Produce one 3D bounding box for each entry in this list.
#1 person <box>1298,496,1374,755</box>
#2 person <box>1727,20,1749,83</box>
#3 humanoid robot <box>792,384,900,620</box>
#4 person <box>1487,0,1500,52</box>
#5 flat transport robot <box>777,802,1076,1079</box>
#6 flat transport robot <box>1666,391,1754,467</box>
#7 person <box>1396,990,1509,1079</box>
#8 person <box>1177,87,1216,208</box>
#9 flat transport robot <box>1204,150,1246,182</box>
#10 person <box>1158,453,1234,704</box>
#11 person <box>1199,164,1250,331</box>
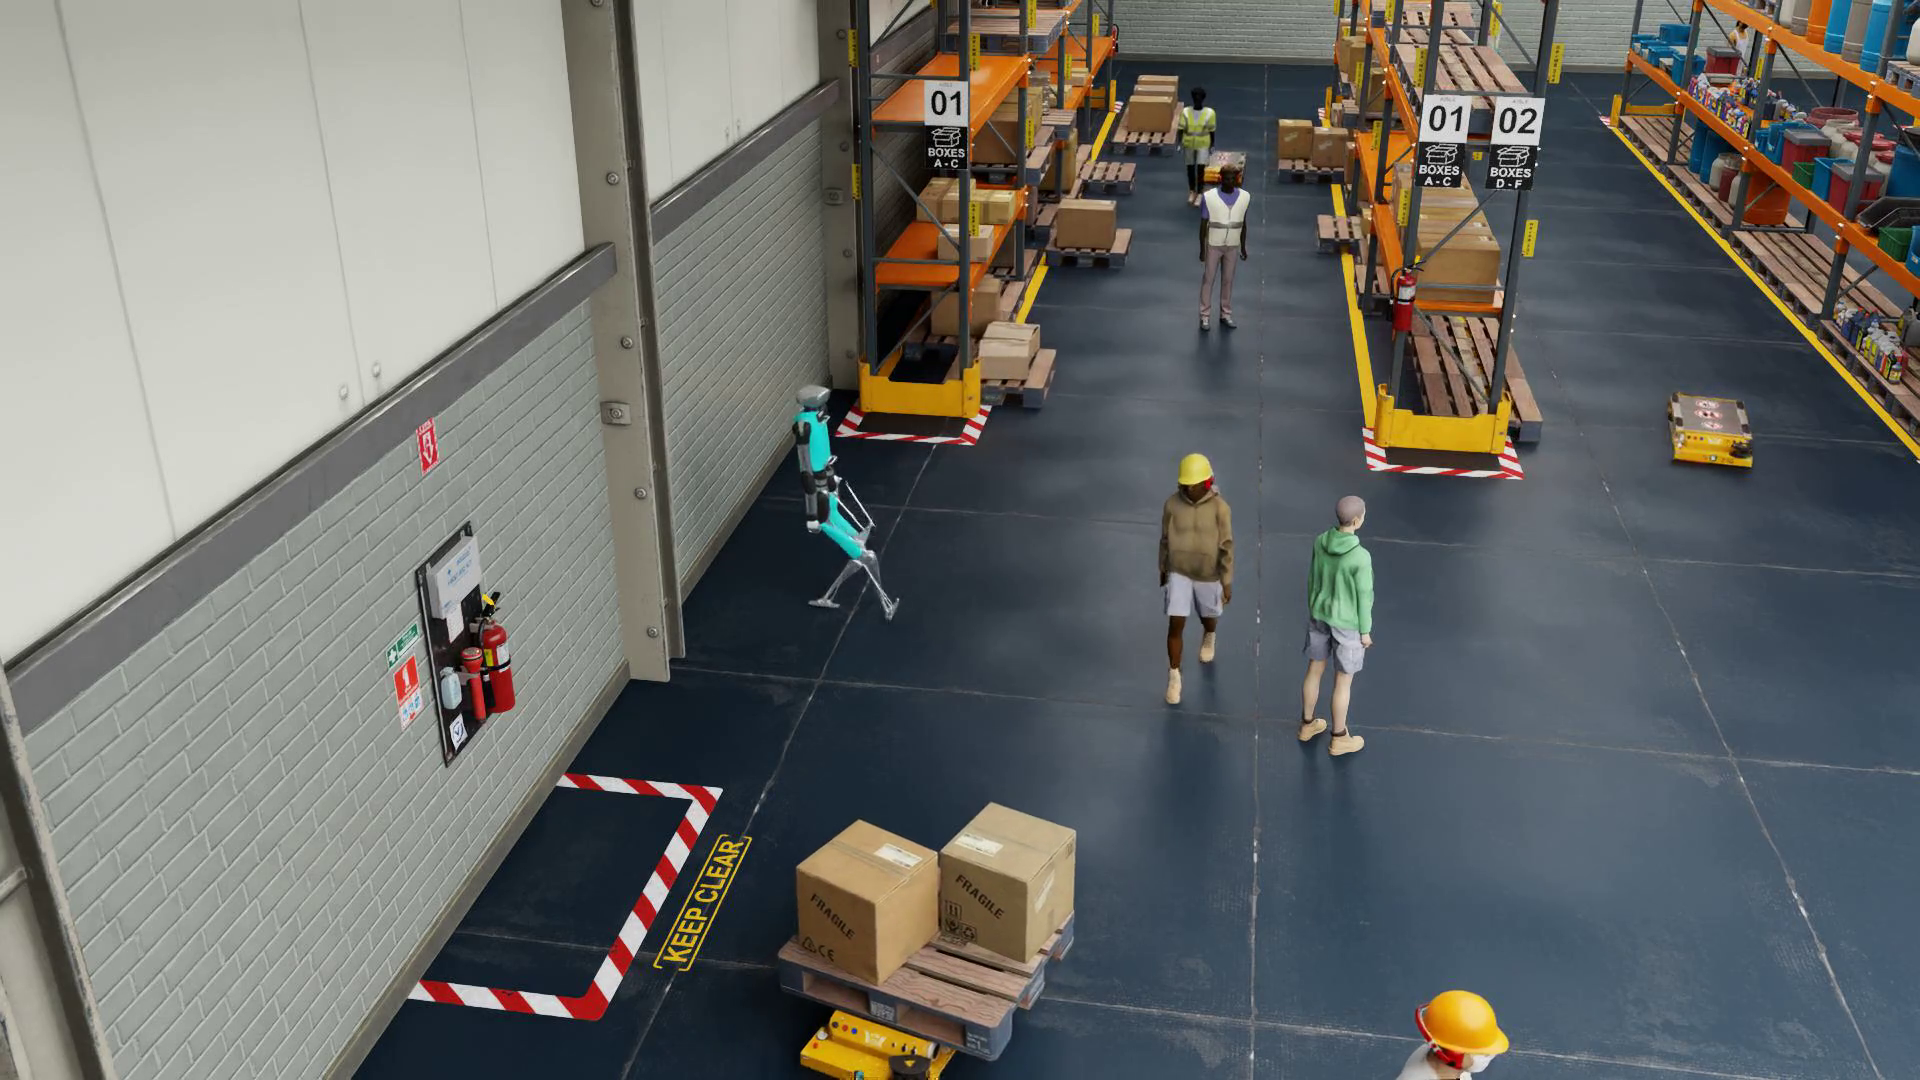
[{"bbox_3d":[2.371,0.538,10.473,0.345,1.736,0.469,-19,31,-35],"label":"person"},{"bbox_3d":[13.671,-8.336,29.319,0.510,1.861,0.383,-13,28,-26],"label":"person"},{"bbox_3d":[-0.754,-0.236,12.176,0.896,1.811,0.541,5,25,10],"label":"humanoid robot"},{"bbox_3d":[10.182,-9.436,31.819,0.708,1.742,0.522,-4,25,-8],"label":"person"},{"bbox_3d":[-0.175,2.269,8.500,0.659,0.231,1.431,12,27,23],"label":"flat transport robot"},{"bbox_3d":[7.020,-1.049,15.604,0.659,0.231,1.431,8,26,16],"label":"flat transport robot"},{"bbox_3d":[1.727,2.454,6.203,0.387,1.882,0.591,16,29,30],"label":"person"},{"bbox_3d":[3.324,-5.564,23.614,0.539,1.669,0.781,9,27,19],"label":"person"},{"bbox_3d":[4.067,-5.792,25.753,0.659,0.231,1.431,5,25,10],"label":"flat transport robot"},{"bbox_3d":[1.600,0.185,11.234,0.539,1.733,0.777,7,26,15],"label":"person"},{"bbox_3d":[2.915,-3.259,18.469,0.562,1.847,0.389,-6,26,-13],"label":"person"}]
